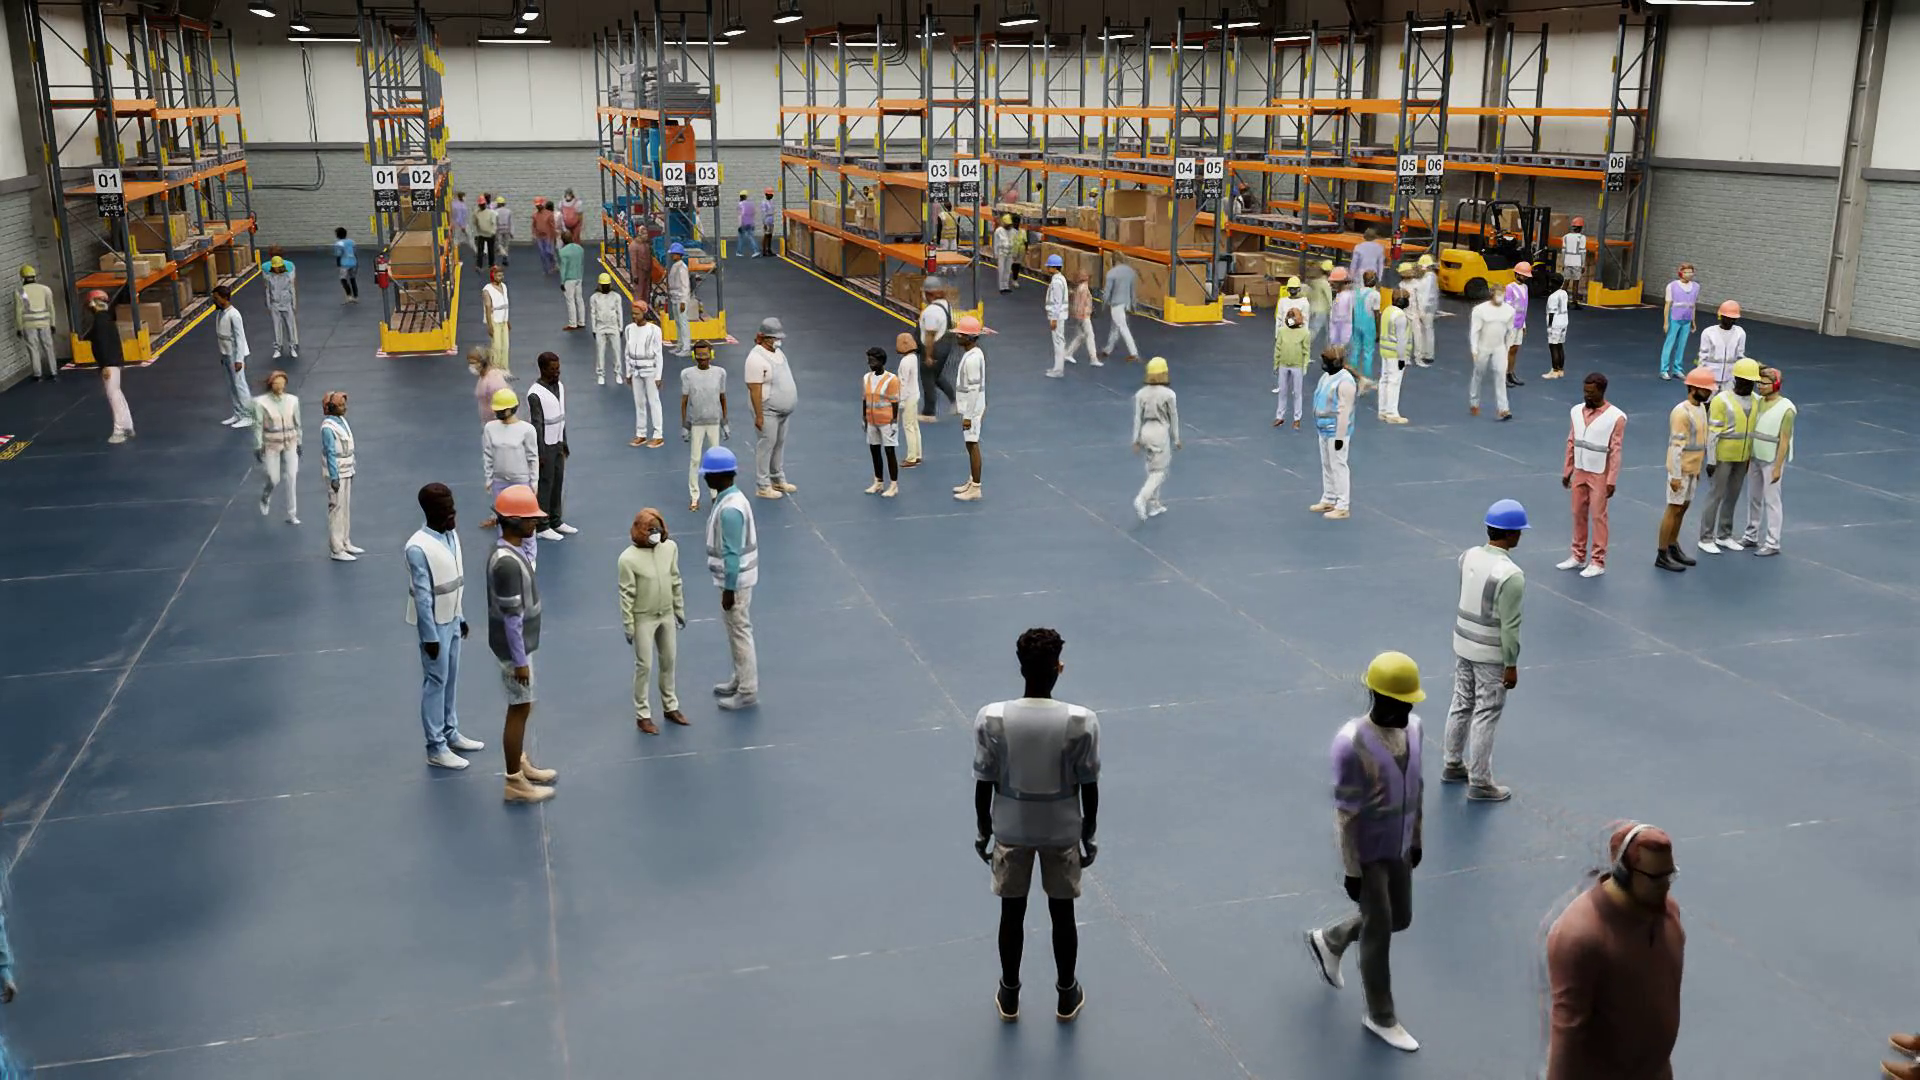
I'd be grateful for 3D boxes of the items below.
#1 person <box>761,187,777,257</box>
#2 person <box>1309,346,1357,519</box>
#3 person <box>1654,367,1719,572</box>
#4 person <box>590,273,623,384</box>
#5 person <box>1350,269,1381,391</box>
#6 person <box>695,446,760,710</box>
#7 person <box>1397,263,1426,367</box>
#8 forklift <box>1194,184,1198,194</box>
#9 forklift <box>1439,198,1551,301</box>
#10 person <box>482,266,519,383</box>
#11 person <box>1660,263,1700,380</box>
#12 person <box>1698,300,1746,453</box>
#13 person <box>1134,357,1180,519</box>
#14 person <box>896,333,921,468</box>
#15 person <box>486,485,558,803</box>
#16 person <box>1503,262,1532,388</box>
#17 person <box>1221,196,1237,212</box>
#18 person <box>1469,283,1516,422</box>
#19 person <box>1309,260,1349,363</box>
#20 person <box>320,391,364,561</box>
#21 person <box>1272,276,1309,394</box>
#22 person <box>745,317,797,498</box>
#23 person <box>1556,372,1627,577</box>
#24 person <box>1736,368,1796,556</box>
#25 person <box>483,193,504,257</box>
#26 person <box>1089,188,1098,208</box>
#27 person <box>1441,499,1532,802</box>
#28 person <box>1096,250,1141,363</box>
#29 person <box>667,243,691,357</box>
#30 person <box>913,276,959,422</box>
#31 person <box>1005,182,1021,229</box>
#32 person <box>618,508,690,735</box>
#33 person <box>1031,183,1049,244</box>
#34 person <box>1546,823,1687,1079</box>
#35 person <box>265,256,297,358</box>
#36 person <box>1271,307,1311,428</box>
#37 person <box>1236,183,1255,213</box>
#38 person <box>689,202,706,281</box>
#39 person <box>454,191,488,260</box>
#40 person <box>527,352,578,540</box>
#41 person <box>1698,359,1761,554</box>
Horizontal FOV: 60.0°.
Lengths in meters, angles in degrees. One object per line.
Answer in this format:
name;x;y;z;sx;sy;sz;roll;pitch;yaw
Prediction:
person;-5.372;-8.948;46.829;0.387;1.929;0.545;5;16;19
person;3.956;-1.149;17.672;0.431;1.832;0.626;-3;15;-11
person;6.865;-0.673;15.671;0.377;1.932;0.552;13;20;41
person;-5.486;-3.286;25.893;0.495;1.735;0.326;-3;15;-12
person;6.181;-3.198;25.345;0.325;1.843;0.516;-12;19;-39
person;-1.684;0.265;12.144;0.429;1.937;0.626;-3;15;-11
person;7.520;-3.733;27.633;0.370;1.703;0.669;-9;17;-31
forklift;7.392;-11.333;53.972;1.873;2.768;1.129;-4;15;-15
forklift;11.913;-6.508;37.130;2.313;2.155;1.214;-4;15;-15
person;-7.248;-3.380;26.066;0.410;1.830;0.573;4;15;14
person;11.374;-3.455;26.312;0.572;1.843;0.373;-4;15;-14
person;9.521;-2.037;20.823;0.545;1.929;0.389;1;15;5
person;2.022;-1.063;17.535;0.482;1.721;0.665;13;20;40
person;-0.626;-1.688;20.089;0.282;1.624;0.494;3;15;11
person;-2.769;0.650;10.514;0.405;2.035;0.607;-4;15;-14
person;8.580;-3.323;25.657;0.542;1.929;0.368;-13;20;-41
person;7.873;-9.391;48.515;0.616;1.922;0.880;2;15;7
person;7.352;-2.589;22.975;0.655;1.884;1.021;-1;15;-2
person;6.156;-3.834;27.976;0.921;1.710;0.550;-2;15;-6
person;-5.986;-0.623;16.050;0.311;1.638;0.523;-1;15;-5
person;4.990;-3.083;25.058;0.525;1.772;0.305;10;18;33
person;-2.082;-1.486;18.528;0.535;2.000;0.685;5;16;18
person;5.908;-0.621;15.535;0.402;1.910;0.598;-8;17;-28
person;7.873;-0.766;16.228;0.389;1.836;0.561;-4;15;-14
person;-13.205;-8.884;46.842;0.645;1.805;0.926;7;17;25
person;4.031;-9.769;50.276;0.303;1.740;0.485;0;15;0
person;3.356;0.691;10.545;0.426;1.938;0.604;-4;15;-14
person;2.730;-3.957;28.148;1.058;1.890;0.642;14;20;43
person;-4.842;-4.145;28.704;0.375;1.950;0.615;-7;16;-25
person;-0.334;-2.617;22.785;0.651;2.000;0.696;6;16;22
person;1.709;-10.175;51.592;0.629;1.847;0.872;13;19;39
person;-2.150;0.557;11.645;0.284;1.623;0.509;13;20;41
person;2.479;-10.020;51.007;0.587;1.851;0.531;3;15;13
person;2.361;1.892;6.154;0.647;1.878;0.930;-8;17;-27
person;-11.662;-4.003;28.587;0.484;1.735;0.311;-5;16;-17
person;4.476;-2.331;22.488;0.499;1.633;0.286;9;17;30
person;8.104;-9.273;47.908;0.631;1.991;1.006;-8;17;-28
person;-6.464;-7.310;40.707;0.402;1.904;0.652;-6;16;-23
person;-13.614;-8.664;45.846;1.015;1.878;0.634;0;15;-1
person;-4.157;-0.956;16.798;0.391;1.911;0.585;3;15;11
person;7.558;-0.822;16.252;0.594;1.922;0.386;-6;16;-22
